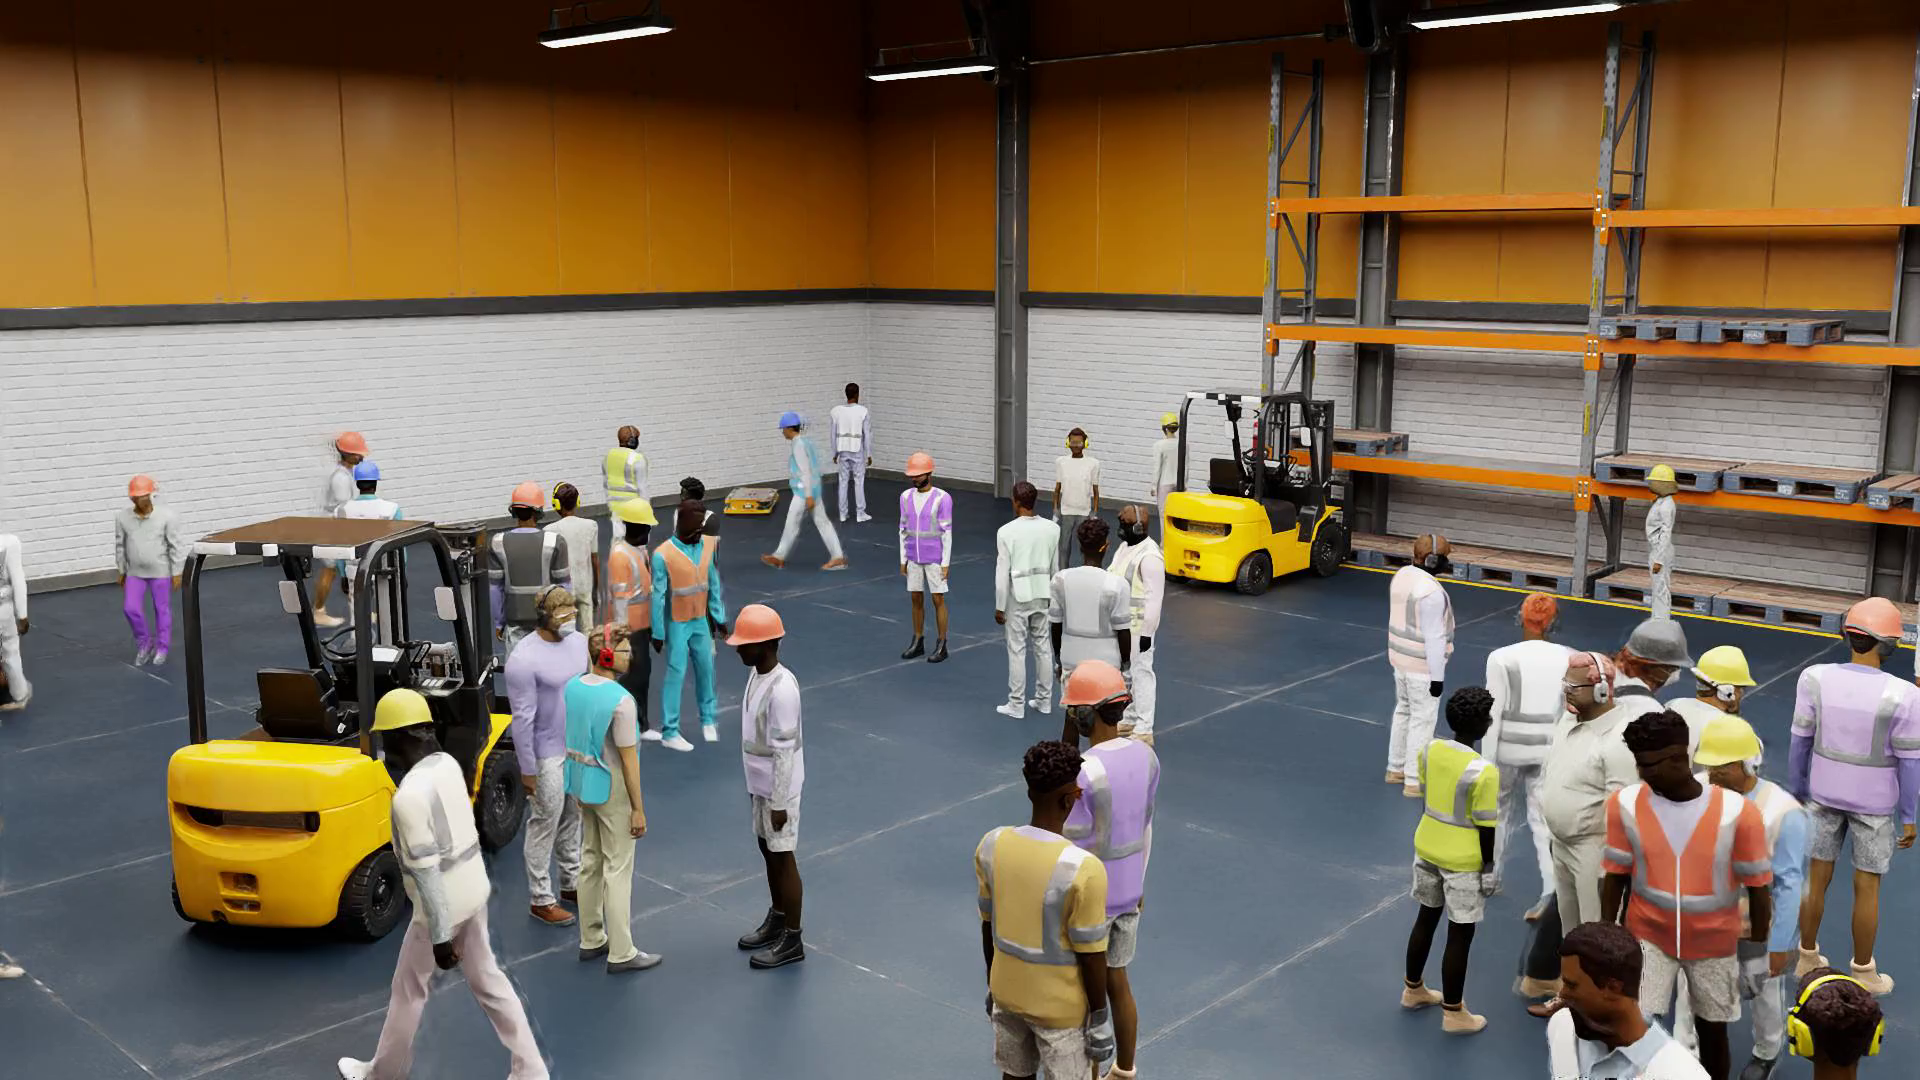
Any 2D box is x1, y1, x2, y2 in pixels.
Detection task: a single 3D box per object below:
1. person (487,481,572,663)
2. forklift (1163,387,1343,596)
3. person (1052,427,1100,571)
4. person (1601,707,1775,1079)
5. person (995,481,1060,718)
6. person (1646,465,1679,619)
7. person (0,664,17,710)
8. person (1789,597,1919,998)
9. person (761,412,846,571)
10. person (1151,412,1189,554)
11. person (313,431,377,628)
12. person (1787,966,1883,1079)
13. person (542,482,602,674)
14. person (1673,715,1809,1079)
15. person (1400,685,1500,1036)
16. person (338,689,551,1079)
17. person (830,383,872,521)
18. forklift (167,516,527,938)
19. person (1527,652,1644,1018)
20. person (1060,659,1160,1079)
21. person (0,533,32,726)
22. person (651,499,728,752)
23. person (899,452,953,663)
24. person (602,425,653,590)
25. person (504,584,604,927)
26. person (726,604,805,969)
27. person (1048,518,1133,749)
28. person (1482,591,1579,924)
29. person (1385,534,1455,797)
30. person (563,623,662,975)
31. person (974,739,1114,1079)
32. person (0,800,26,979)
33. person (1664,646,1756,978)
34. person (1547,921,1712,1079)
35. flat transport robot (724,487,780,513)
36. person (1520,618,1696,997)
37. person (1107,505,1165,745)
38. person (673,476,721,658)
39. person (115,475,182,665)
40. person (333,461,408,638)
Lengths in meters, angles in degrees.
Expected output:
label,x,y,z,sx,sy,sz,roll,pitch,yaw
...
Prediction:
label,x,y,z,sx,sy,sz,roll,pitch,yaw
person,-3.198,0.578,12.448,0.607,2.044,0.374,0,10,-2
forklift,3.298,-0.608,18.767,1.214,2.155,2.313,9,13,42
person,1.236,-0.273,17.772,0.513,1.876,0.328,2,10,13
person,2.965,1.620,6.812,0.668,1.933,0.407,5,11,28
person,0.546,0.482,13.386,0.594,1.910,0.384,-6,12,-32
person,6.586,0.154,15.711,0.297,1.745,0.484,3,10,18
person,-8.139,0.451,13.596,1.045,1.910,0.615,3,10,16
person,4.516,1.291,8.389,0.381,2.040,0.616,-8,13,-39
person,-1.821,-0.558,19.441,1.038,1.871,0.599,1,10,8
person,2.565,-0.680,20.399,0.528,1.767,0.329,-5,11,-26
person,-6.079,-0.091,16.439,0.856,1.974,0.629,-2,10,-13
person,2.324,2.066,4.509,0.517,1.860,0.321,2,10,10
person,-3.200,0.449,13.713,0.509,1.860,0.334,-7,12,-35
person,3.387,1.624,7.282,0.946,1.776,0.611,-9,13,-41
person,2.392,1.530,8.038,0.322,1.688,0.536,-4,11,-22
person,-2.298,1.578,7.259,1.006,1.860,0.629,1,10,6
person,-1.502,-1.210,22.982,0.590,1.918,0.386,3,11,19
forklift,-3.583,0.976,9.748,1.214,2.155,2.313,2,10,11
person,2.951,1.456,7.877,0.394,1.901,0.646,-1,10,-5
person,0.589,1.515,7.163,0.403,2.031,0.614,8,13,40
person,-7.692,0.549,13.196,0.606,1.832,0.951,-3,10,-17
person,-2.083,0.627,12.585,0.443,1.907,0.627,6,12,32
person,-0.333,0.158,15.179,0.544,1.929,0.389,6,11,29
person,-3.622,-0.339,18.245,0.625,1.843,0.430,7,12,35
person,-2.261,1.190,9.301,0.385,1.929,0.635,4,11,24
person,-1.020,1.283,8.764,0.389,1.930,0.544,-4,11,-22
person,0.897,0.821,11.280,0.607,1.966,0.366,6,11,29
person,3.245,1.212,9.417,0.587,1.850,0.947,-1,10,-6
person,3.178,0.859,11.468,0.429,1.830,0.636,-1,10,-8
person,-1.849,1.342,8.669,0.373,1.839,0.570,-10,14,-44
person,0.320,1.708,6.260,0.380,1.958,0.604,-9,14,-43
person,-4.958,1.446,8.334,0.353,1.757,0.534,0,10,1
person,3.712,1.416,8.319,0.403,1.818,0.605,-2,10,-12
person,1.905,2.004,4.776,0.392,1.893,0.626,-4,11,-22
flat transport robot,-3.007,-0.578,24.069,0.652,0.197,1.431,0,10,0
person,3.318,1.310,8.283,1.029,2.000,0.687,0,10,1
person,1.307,0.647,12.629,0.429,1.842,0.634,-3,10,-16
person,-2.427,0.256,15.260,0.533,1.698,0.322,6,12,32
person,-7.325,0.281,14.980,0.588,1.737,0.454,-1,10,-6
person,-5.099,0.282,14.439,0.605,1.940,0.415,0,10,0
